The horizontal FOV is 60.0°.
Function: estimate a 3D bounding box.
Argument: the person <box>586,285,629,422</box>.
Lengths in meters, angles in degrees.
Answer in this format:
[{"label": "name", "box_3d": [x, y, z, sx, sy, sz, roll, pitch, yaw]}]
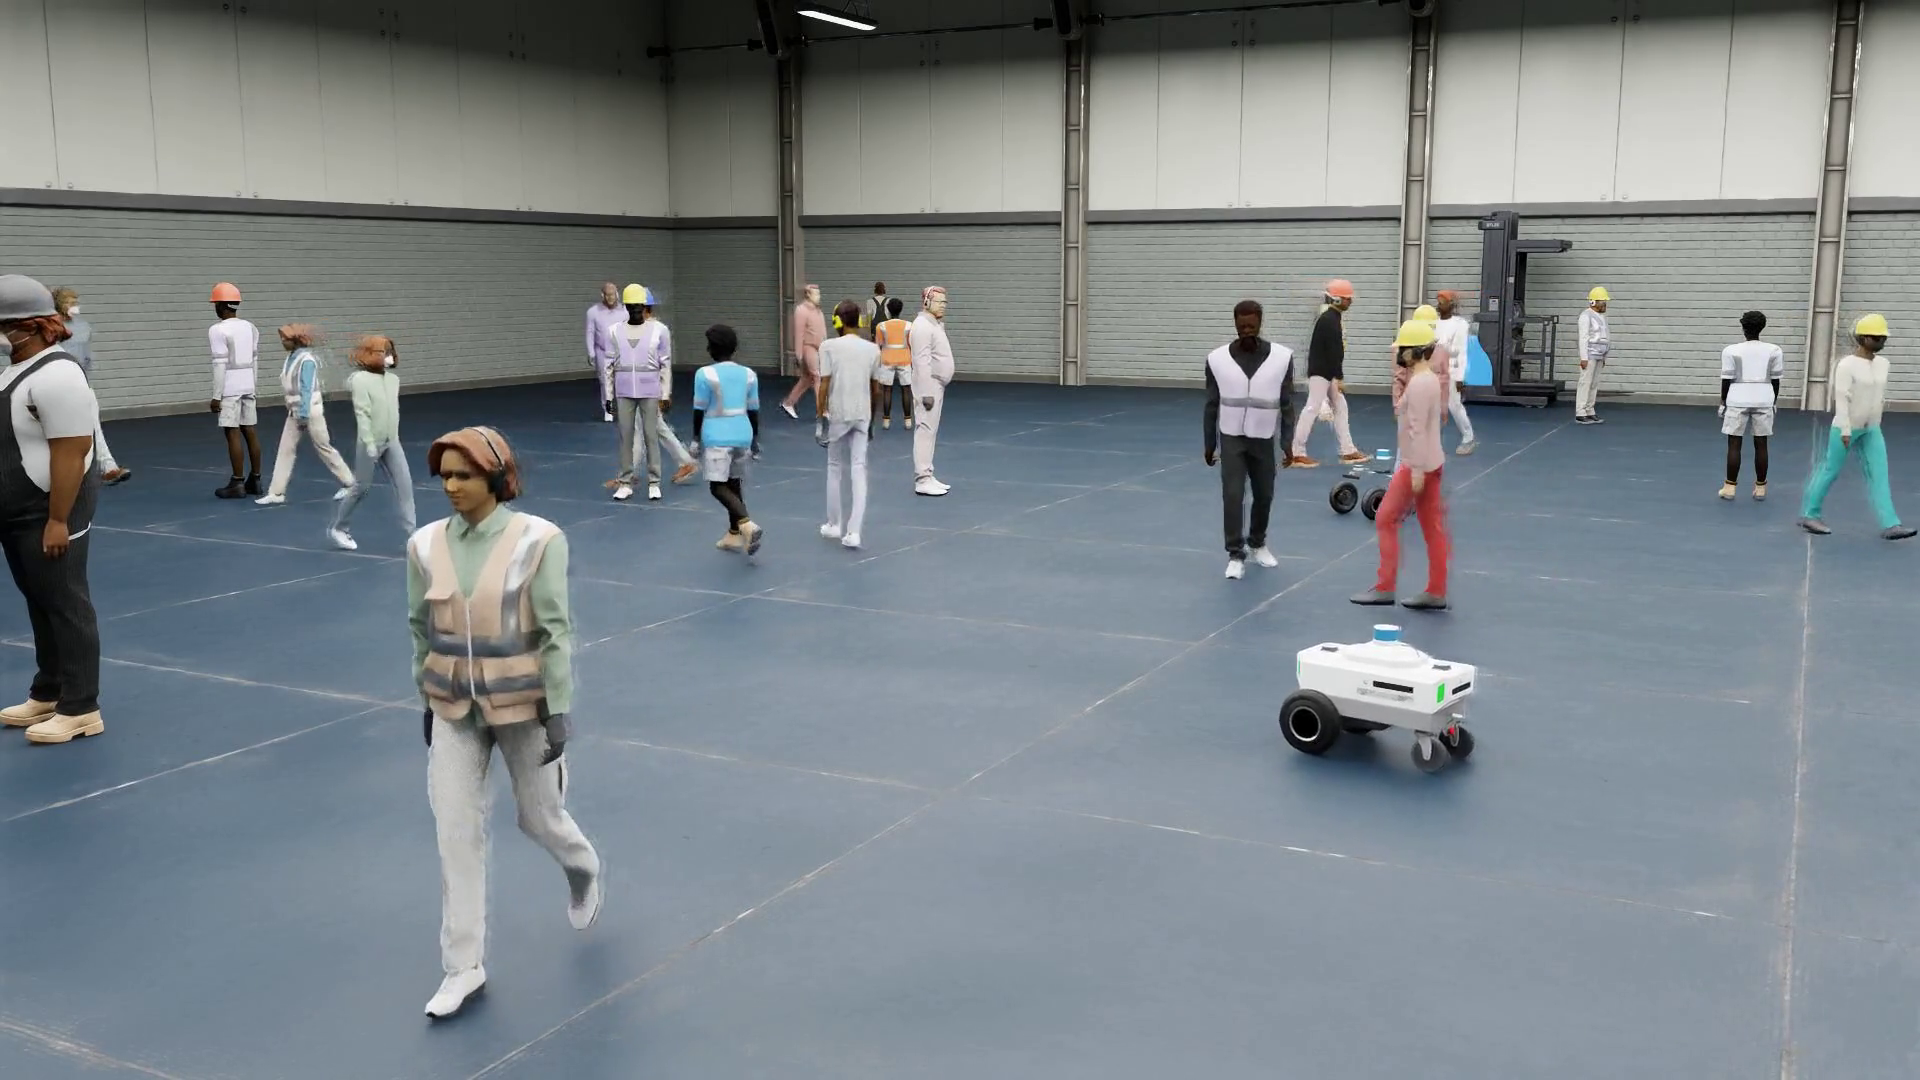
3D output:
[{"label": "person", "box_3d": [-4.702, -2.497, 22.382, 0.642, 1.853, 1.008, -2, 9, -13]}]

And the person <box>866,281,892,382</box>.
[{"label": "person", "box_3d": [-1.471, -3.841, 30.706, 0.507, 1.846, 0.351, -1, 9, -5]}]

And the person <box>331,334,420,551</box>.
[{"label": "person", "box_3d": [-4.290, -0.710, 12.173, 0.837, 1.596, 0.501, 4, 10, 23]}]

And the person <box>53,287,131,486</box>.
[{"label": "person", "box_3d": [-8.344, -1.417, 15.633, 1.020, 1.884, 0.655, 4, 10, 25]}]

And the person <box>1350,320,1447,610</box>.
[{"label": "person", "box_3d": [2.668, -0.450, 10.067, 0.686, 1.740, 0.557, 5, 10, 26]}]

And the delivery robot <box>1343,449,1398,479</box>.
[{"label": "delivery robot", "box_3d": [3.570, -0.650, 14.037, 0.698, 0.223, 0.335, -4, 10, -25]}]

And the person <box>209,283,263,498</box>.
[{"label": "person", "box_3d": [-6.624, -1.364, 15.148, 0.358, 1.938, 0.548, 3, 10, 15]}]

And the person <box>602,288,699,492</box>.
[{"label": "person", "box_3d": [-2.930, -1.440, 15.736, 0.988, 1.906, 0.628, -6, 11, -31]}]

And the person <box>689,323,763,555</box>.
[{"label": "person", "box_3d": [-1.623, -0.710, 11.915, 0.707, 1.682, 0.534, 8, 12, 42]}]

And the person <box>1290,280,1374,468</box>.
[{"label": "person", "box_3d": [3.899, -1.718, 17.297, 0.974, 1.943, 0.623, 2, 9, 14]}]

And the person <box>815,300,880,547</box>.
[{"label": "person", "box_3d": [-0.871, -0.884, 12.522, 0.536, 1.820, 0.843, -3, 10, -19]}]

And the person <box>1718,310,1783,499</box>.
[{"label": "person", "box_3d": [7.085, -1.210, 14.940, 0.533, 1.696, 0.318, 1, 9, 8]}]

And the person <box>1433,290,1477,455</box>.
[{"label": "person", "box_3d": [5.391, -1.837, 18.363, 0.950, 1.848, 0.593, -6, 11, -33]}]

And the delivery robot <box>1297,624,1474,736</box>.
[{"label": "delivery robot", "box_3d": [1.810, 0.605, 7.097, 0.707, 0.478, 0.477, 8, 12, 40]}]

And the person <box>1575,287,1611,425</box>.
[{"label": "person", "box_3d": [8.515, -2.477, 22.336, 0.599, 1.830, 0.403, -9, 13, -44]}]

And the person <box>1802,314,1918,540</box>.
[{"label": "person", "box_3d": [6.918, -0.866, 12.764, 0.545, 1.716, 0.925, -3, 10, -18]}]

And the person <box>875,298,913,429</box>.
[{"label": "person", "box_3d": [-0.830, -2.290, 21.600, 0.546, 1.696, 0.316, 0, 9, -2]}]

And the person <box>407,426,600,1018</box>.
[{"label": "person", "box_3d": [-1.314, 0.473, 4.775, 0.516, 1.618, 0.687, 2, 9, 10]}]

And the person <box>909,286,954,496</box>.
[{"label": "person", "box_3d": [-0.252, -1.377, 15.338, 0.401, 1.904, 0.641, 1, 9, 8]}]

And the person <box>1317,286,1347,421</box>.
[{"label": "person", "box_3d": [5.099, -2.571, 22.886, 0.429, 1.841, 0.633, 2, 9, 9]}]

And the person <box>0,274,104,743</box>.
[{"label": "person", "box_3d": [-4.087, -0.124, 7.316, 0.538, 2.000, 0.683, -9, 13, -42]}]

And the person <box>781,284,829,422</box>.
[{"label": "person", "box_3d": [-2.086, -2.580, 22.861, 0.927, 1.875, 0.652, 3, 10, 20]}]

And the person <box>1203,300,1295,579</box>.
[{"label": "person", "box_3d": [1.965, -0.705, 11.337, 0.610, 1.857, 0.769, 1, 9, 8]}]

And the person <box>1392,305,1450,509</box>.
[{"label": "person", "box_3d": [3.978, -1.144, 14.350, 0.518, 1.757, 0.339, -2, 9, -12]}]

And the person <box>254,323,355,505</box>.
[{"label": "person", "box_3d": [-5.771, -1.117, 14.699, 0.887, 1.592, 0.523, -9, 13, -43]}]

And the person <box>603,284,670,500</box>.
[{"label": "person", "box_3d": [-2.901, -1.326, 14.940, 0.594, 1.927, 0.369, 0, 9, -1]}]

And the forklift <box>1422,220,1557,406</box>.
[{"label": "forklift", "box_3d": [8.245, -3.527, 25.720, 1.873, 2.768, 1.129, 5, 10, 27]}]
